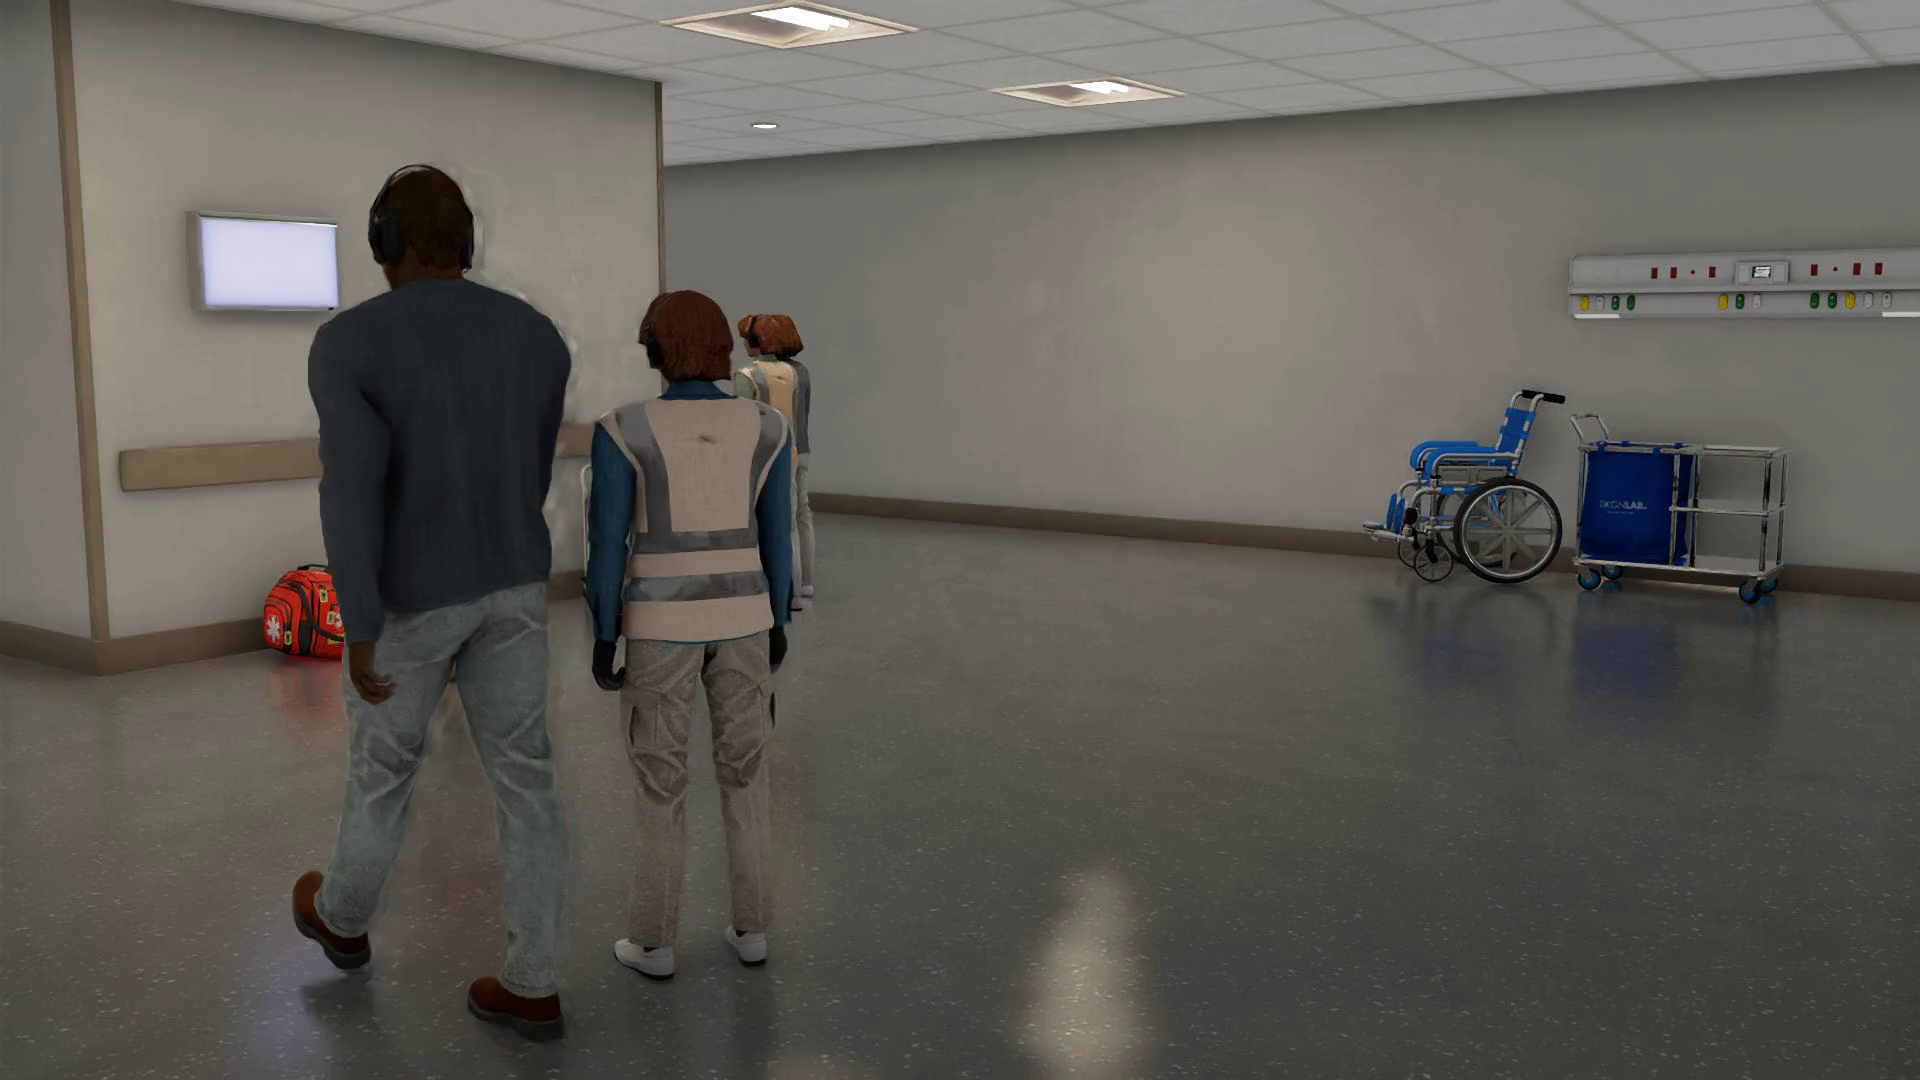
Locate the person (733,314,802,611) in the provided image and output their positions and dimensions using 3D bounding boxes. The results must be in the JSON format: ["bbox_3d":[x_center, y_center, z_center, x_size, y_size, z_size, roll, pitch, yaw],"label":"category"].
[{"bbox_3d":[-1.045,-0.396,8.985,0.314,1.632,0.517,4,8,30],"label":"person"}]

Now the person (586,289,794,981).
[{"bbox_3d":[-0.628,0.227,3.964,0.518,1.631,0.319,-4,8,-30],"label":"person"}]

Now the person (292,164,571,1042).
[{"bbox_3d":[-1.203,0.121,3.776,0.621,1.885,0.985,-7,10,-43],"label":"person"}]

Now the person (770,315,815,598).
[{"bbox_3d":[-1.002,-0.451,9.400,0.286,1.633,0.501,3,8,23],"label":"person"}]
